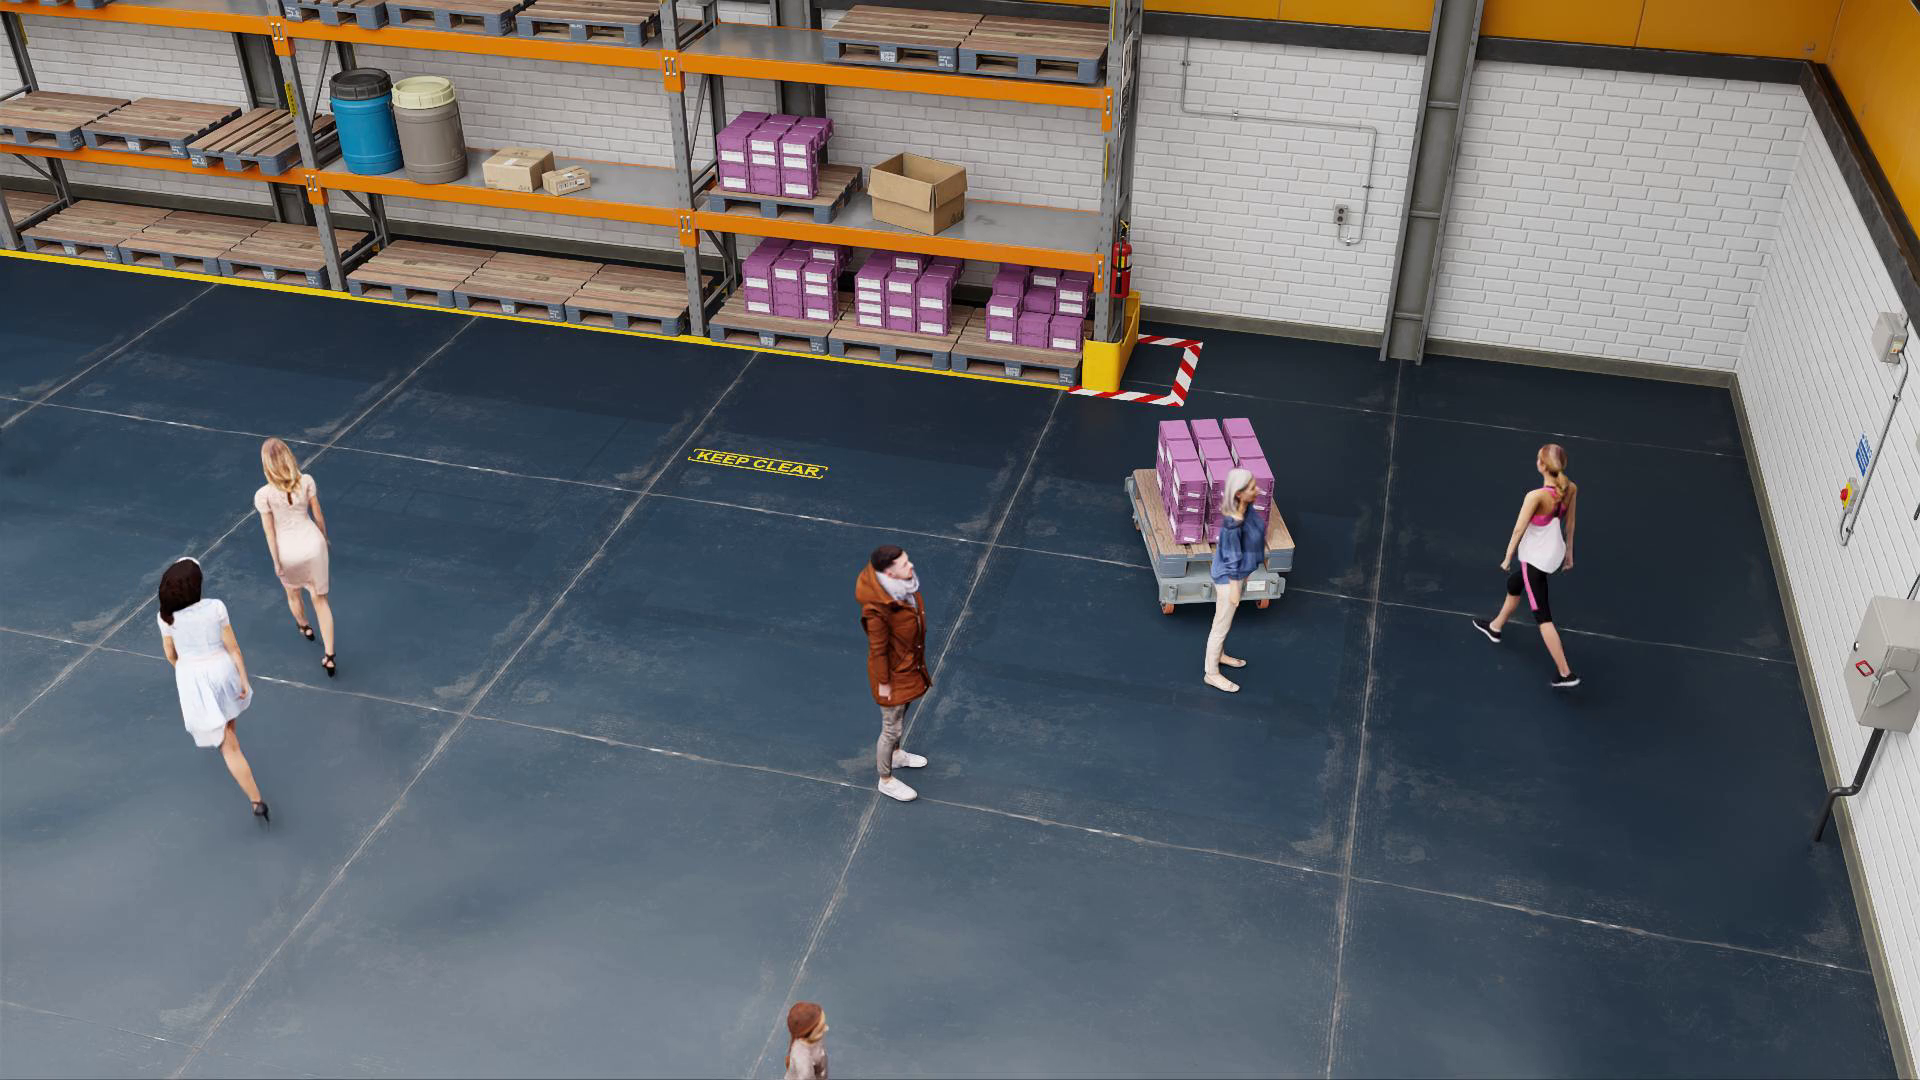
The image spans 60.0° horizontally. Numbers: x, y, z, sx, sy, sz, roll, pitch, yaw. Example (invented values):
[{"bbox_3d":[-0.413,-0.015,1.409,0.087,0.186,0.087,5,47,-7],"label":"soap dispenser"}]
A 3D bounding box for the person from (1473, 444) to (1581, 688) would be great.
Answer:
[{"bbox_3d":[4.050,0.227,11.414,1.185,1.730,1.244,-17,37,-23],"label":"person"}]

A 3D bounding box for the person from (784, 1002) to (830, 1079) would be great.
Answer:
[{"bbox_3d":[-0.819,2.706,8.196,0.842,1.164,0.588,2,34,4],"label":"person"}]

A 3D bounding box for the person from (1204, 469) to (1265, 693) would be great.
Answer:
[{"bbox_3d":[1.861,0.249,11.413,0.551,1.694,0.603,9,35,14],"label":"person"}]

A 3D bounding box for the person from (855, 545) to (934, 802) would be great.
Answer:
[{"bbox_3d":[-0.415,0.799,10.456,0.713,1.838,0.718,6,34,9],"label":"person"}]

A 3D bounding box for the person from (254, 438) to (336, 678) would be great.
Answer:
[{"bbox_3d":[-4.505,0.161,11.450,0.929,1.800,1.023,-21,39,-28],"label":"person"}]

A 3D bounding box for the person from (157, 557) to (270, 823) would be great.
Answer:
[{"bbox_3d":[-4.578,0.993,10.248,1.114,1.745,1.224,-20,38,-27],"label":"person"}]
